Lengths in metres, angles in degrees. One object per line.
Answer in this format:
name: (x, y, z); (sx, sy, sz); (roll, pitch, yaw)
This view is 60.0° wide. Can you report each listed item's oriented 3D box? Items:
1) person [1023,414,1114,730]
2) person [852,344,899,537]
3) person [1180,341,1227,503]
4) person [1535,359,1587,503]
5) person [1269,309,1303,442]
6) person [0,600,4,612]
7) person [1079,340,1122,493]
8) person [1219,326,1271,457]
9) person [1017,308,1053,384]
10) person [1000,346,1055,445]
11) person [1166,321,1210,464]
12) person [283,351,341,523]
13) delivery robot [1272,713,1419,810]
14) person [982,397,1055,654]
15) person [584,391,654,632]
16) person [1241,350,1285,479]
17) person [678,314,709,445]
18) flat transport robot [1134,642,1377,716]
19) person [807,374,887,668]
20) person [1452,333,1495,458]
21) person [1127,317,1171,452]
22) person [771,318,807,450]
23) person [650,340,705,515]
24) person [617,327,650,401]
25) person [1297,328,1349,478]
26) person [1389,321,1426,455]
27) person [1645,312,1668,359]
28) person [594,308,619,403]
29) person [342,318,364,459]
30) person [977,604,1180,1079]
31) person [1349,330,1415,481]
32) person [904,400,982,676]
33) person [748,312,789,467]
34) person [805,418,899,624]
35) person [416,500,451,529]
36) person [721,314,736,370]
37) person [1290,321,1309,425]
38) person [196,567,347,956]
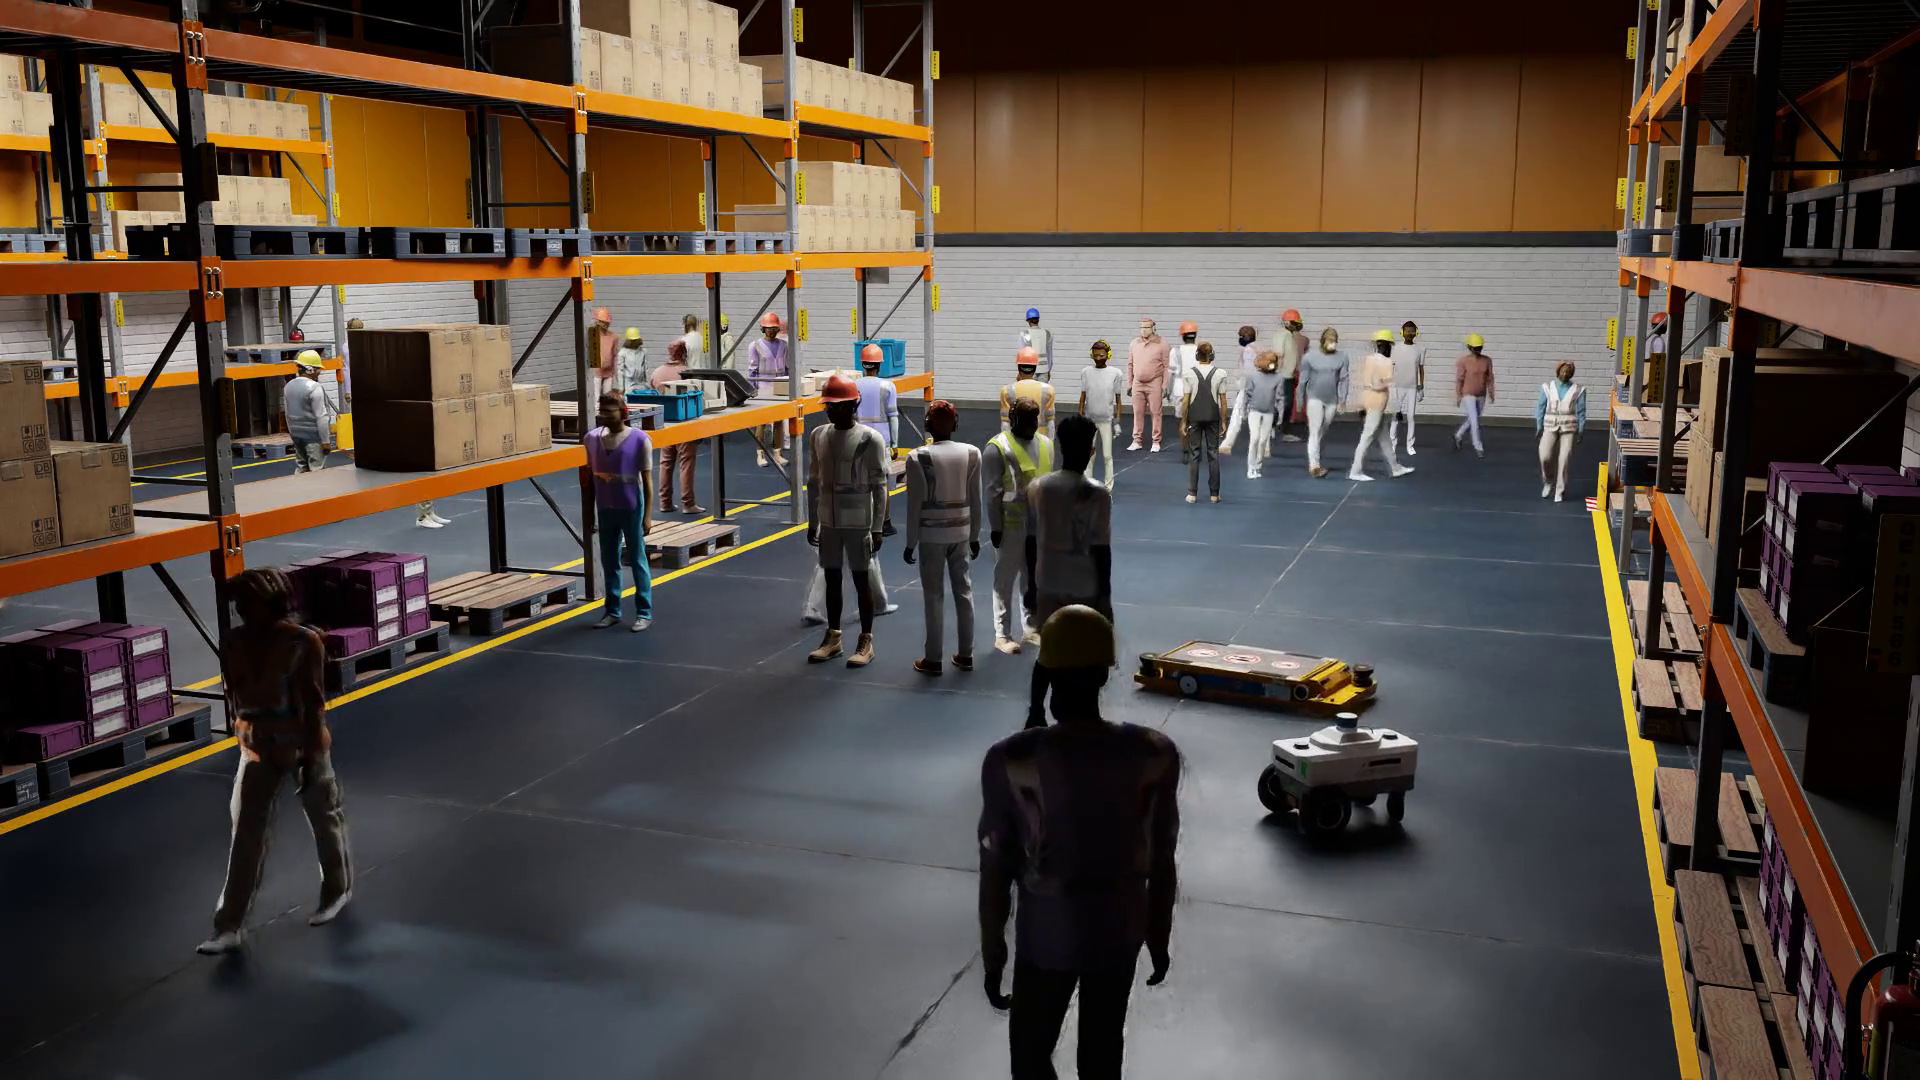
person: (0.629, 0.244, 9.706); (0.643, 1.970, 0.484); (9, 14, 42)
person: (-0.878, -0.994, 16.709); (0.545, 1.939, 0.354); (2, 10, 10)
person: (2.768, -1.333, 18.900); (0.516, 1.835, 0.343); (1, 10, 5)
person: (6.847, -1.243, 18.951); (0.546, 1.626, 0.356); (5, 11, 24)
person: (4.850, -2.444, 24.746); (0.467, 1.981, 0.641); (7, 12, 33)
person: (-7.718, -0.196, 12.964); (0.546, 1.673, 0.516); (1, 10, 7)
person: (1.570, -1.327, 18.795); (0.507, 1.865, 0.329); (3, 11, 17)
person: (3.948, -2.055, 23.071); (0.913, 1.800, 0.647); (6, 12, 30)
person: (1.165, -2.652, 26.046); (0.603, 1.938, 0.401); (-5, 11, -24)
person: (0.656, -0.924, 16.315); (0.543, 1.939, 0.355); (-1, 10, -7)
person: (3.057, -1.984, 22.357); (0.563, 1.904, 0.638); (0, 10, -2)
person: (-6.824, -1.076, 17.502); (0.588, 1.821, 0.404); (7, 12, 34)
delivery robot: (1.956, 1.120, 8.433); (0.707, 0.478, 0.477); (-4, 11, -19)
person: (0.461, -0.115, 12.030); (0.627, 1.844, 0.429); (-8, 13, -38)
person: (-2.566, -0.219, 12.636); (0.565, 1.837, 0.389); (4, 11, 20)
person: (3.799, -1.565, 20.806); (0.528, 1.608, 0.560); (-1, 10, -6)
person: (-3.982, -2.352, 24.394); (0.494, 1.922, 0.645); (4, 11, 23)
flat transport robot: (1.922, 0.878, 10.859); (1.431, 0.197, 0.652); (7, 12, 33)
person: (-0.812, -0.131, 11.548); (0.616, 2.041, 0.379); (5, 11, 28)
person: (7.095, -2.021, 23.100); (0.562, 1.727, 0.778); (-2, 10, -13)
person: (2.648, -2.190, 23.532); (0.648, 1.907, 0.401); (6, 12, 29)
person: (-2.504, -2.229, 23.808); (0.668, 1.884, 0.431); (2, 10, 11)
person: (-3.063, -1.232, 18.179); (0.651, 1.901, 0.396); (6, 12, 29)
person: (-4.814, -2.279, 24.589); (0.502, 1.723, 0.382); (-9, 14, -43)
person: (4.604, -1.740, 21.116); (0.625, 1.888, 1.008); (-1, 10, -8)
person: (6.233, -2.125, 23.253); (0.510, 1.877, 0.328); (2, 10, 10)
person: (10.312, -2.407, 24.675); (0.375, 1.933, 0.550); (0, 10, -1)
person: (-5.367, -2.490, 25.064); (0.639, 1.967, 0.672); (-8, 13, -40)
person: (-8.230, -2.085, 22.872); (0.357, 1.931, 0.628); (4, 11, 22)
person: (0.348, 1.141, 4.765); (0.597, 1.913, 0.542); (-2, 10, -9)
person: (5.286, -1.661, 20.648); (0.963, 1.864, 0.641); (-1, 10, -4)
person: (-0.115, -0.014, 11.343); (0.578, 1.882, 0.346); (-5, 11, -27)
person: (-2.487, -1.989, 22.011); (0.616, 2.041, 0.381); (-7, 12, -33)
person: (-0.876, -0.145, 12.917); (0.520, 1.588, 0.886); (8, 13, 38)
person: (-5.511, -1.055, 17.259); (0.329, 1.865, 0.513); (0, 10, 0)
person: (-3.806, -2.708, 26.668); (0.403, 1.829, 0.588); (-5, 11, -26)
person: (5.463, -2.765, 27.186); (0.535, 1.764, 0.347); (-7, 12, -33)
person: (-2.858, 0.914, 6.914); (0.524, 1.597, 0.825); (2, 10, 10)
